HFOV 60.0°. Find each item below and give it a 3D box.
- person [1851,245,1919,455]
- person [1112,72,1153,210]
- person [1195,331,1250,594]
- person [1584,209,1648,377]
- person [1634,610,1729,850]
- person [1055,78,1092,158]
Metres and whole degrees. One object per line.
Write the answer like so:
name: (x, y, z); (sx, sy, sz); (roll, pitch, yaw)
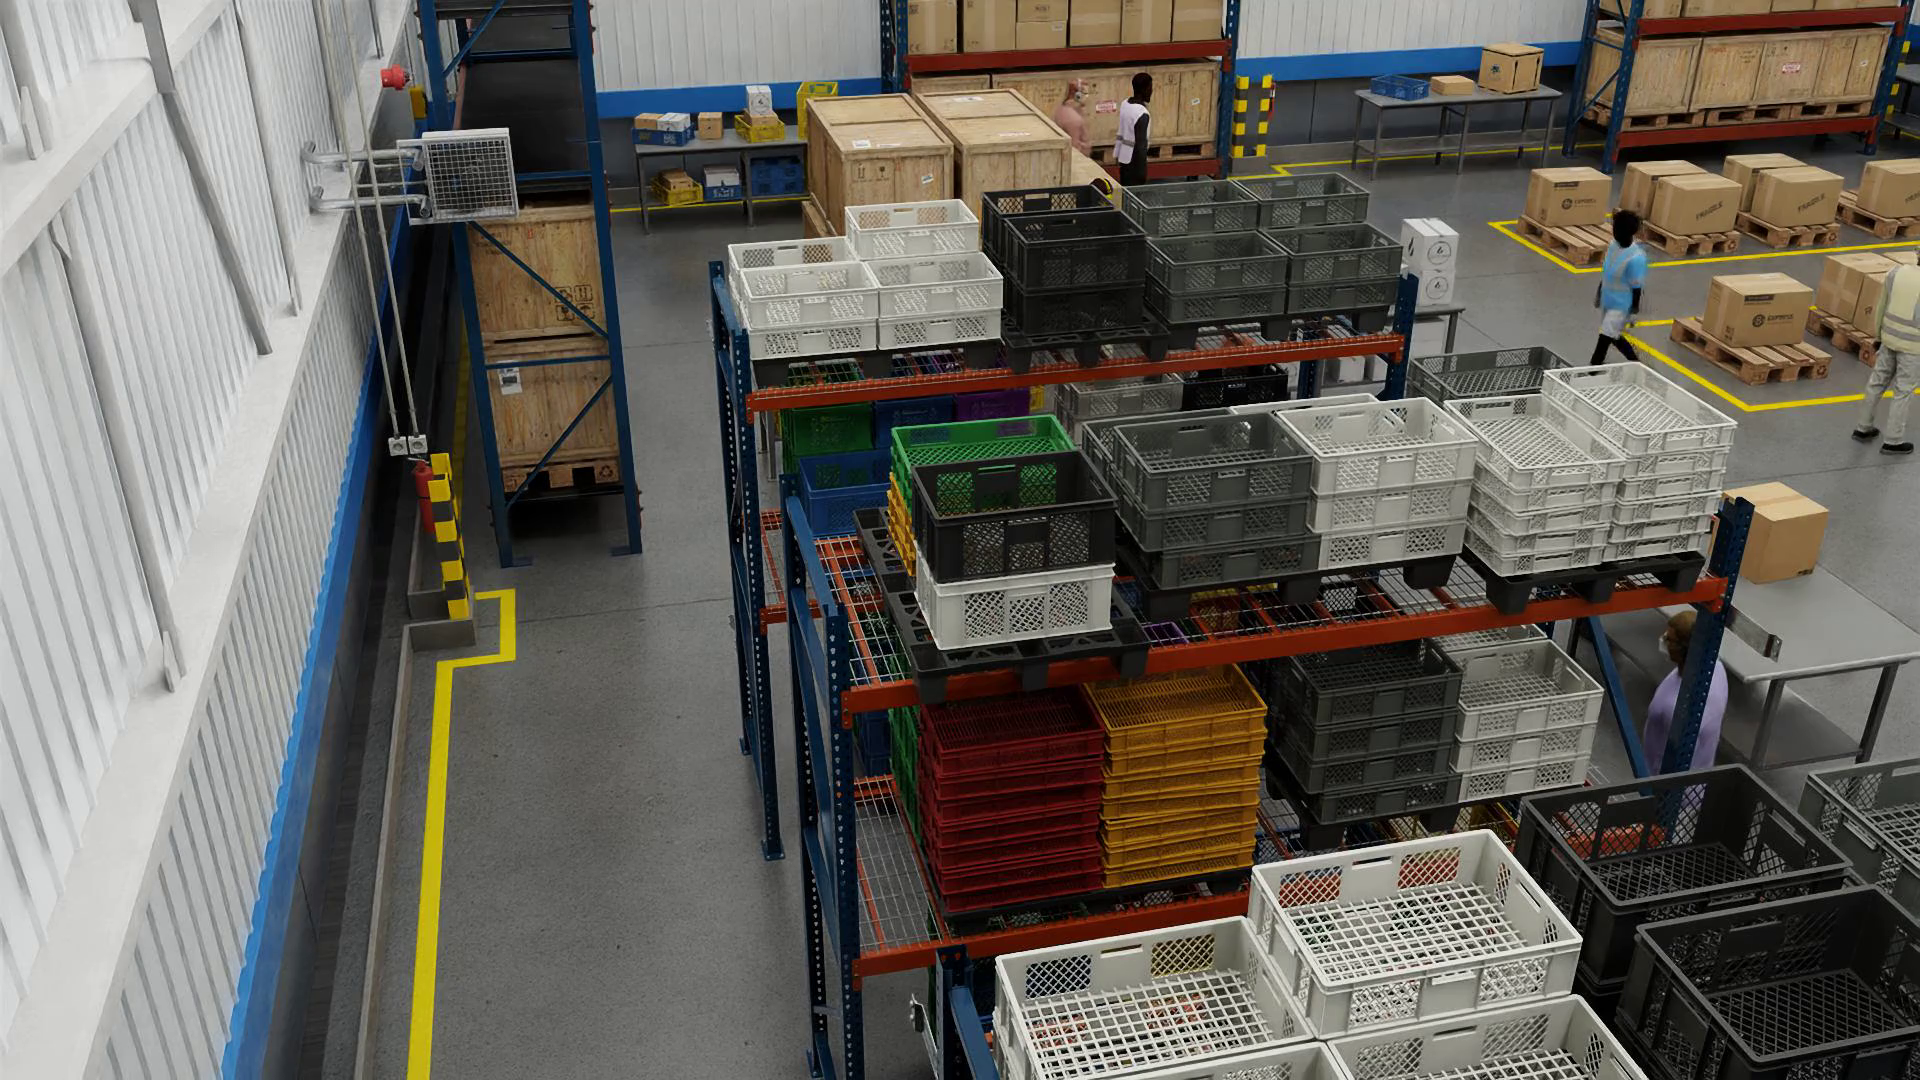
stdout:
person: (7.628, -1.591, 13.395); (0.404, 1.823, 0.619); (-9, 29, -17)
person: (1.872, -4.108, 18.071); (0.388, 1.911, 0.591); (-8, 29, -14)
person: (1.775, -0.516, 11.284); (0.349, 1.880, 0.576); (7, 29, 12)
person: (5.735, -2.068, 14.454); (0.783, 1.664, 0.556); (-3, 28, -6)
person: (3.395, 1.191, 7.983); (0.356, 1.936, 0.634); (16, 32, 27)
person: (1.203, -4.002, 17.889); (0.414, 1.898, 0.667); (0, 28, 0)
